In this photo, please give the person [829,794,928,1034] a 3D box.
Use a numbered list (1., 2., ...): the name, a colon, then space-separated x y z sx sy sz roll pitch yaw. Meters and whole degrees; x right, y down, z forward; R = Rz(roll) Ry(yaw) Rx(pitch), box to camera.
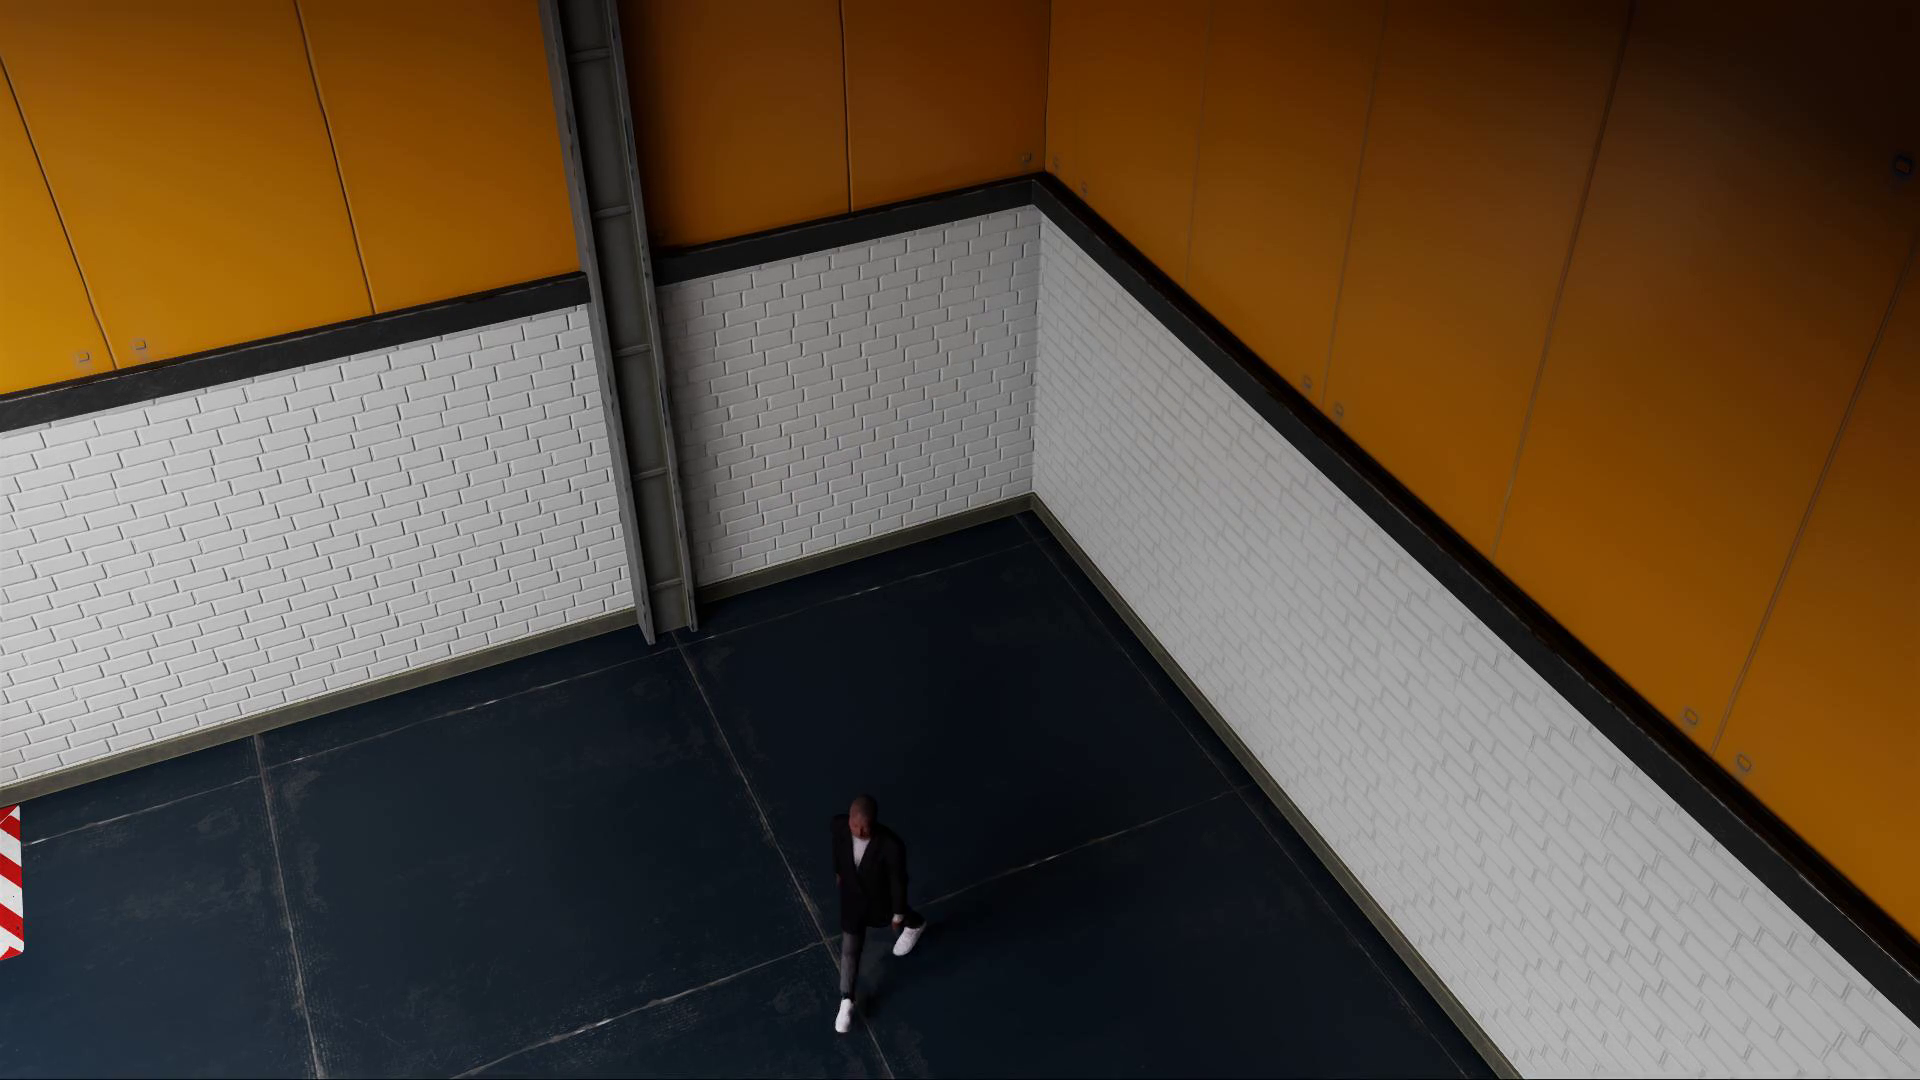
1. person: -0.449 1.968 9.625 1.172 1.717 1.260 18 42 21
